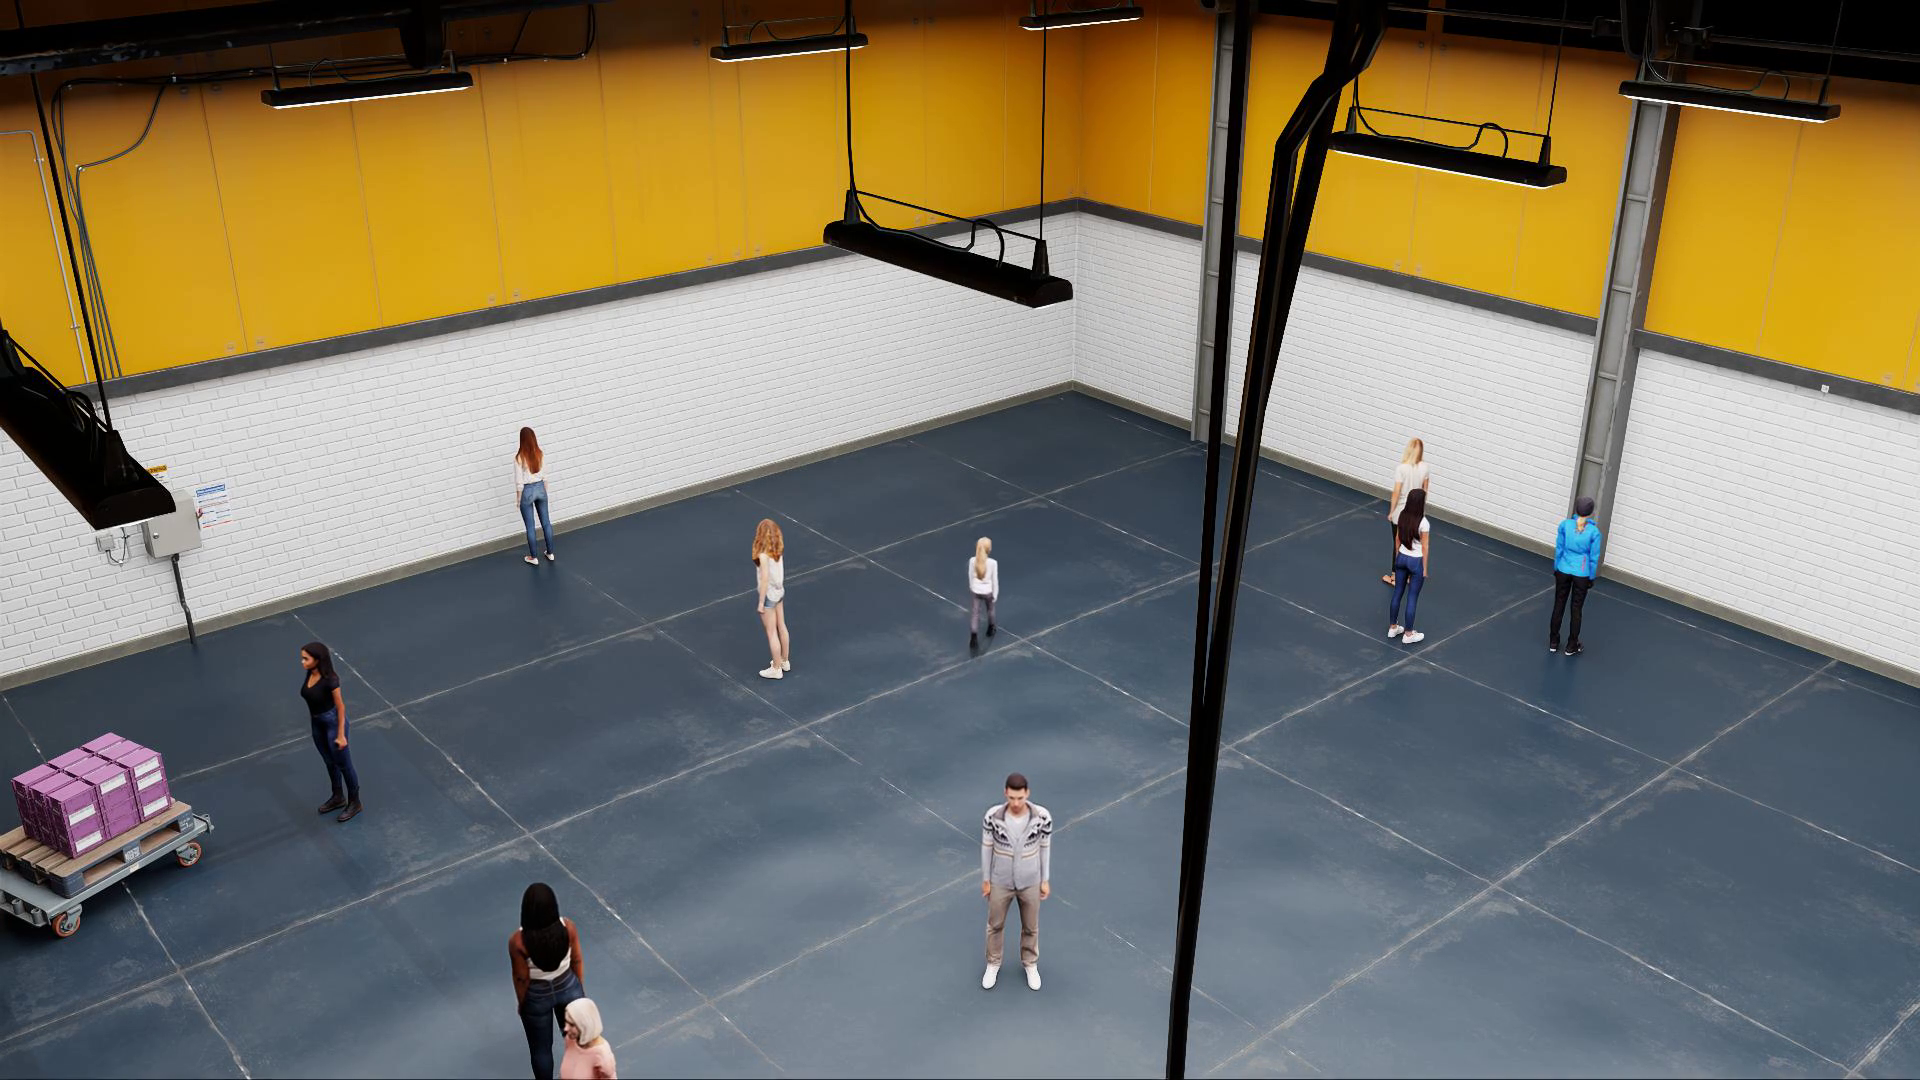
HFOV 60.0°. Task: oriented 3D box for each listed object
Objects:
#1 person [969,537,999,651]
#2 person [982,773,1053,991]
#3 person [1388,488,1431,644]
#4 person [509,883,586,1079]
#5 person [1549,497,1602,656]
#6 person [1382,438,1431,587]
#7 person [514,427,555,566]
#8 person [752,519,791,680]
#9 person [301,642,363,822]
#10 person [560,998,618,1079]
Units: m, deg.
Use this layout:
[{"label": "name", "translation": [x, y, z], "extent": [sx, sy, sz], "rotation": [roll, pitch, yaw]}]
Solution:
[{"label": "person", "translation": [0.218, 0.595, 17.990], "extent": [0.880, 1.256, 0.881], "rotation": [5, 24, 11]}, {"label": "person", "translation": [0.427, 2.574, 12.708], "extent": [0.755, 1.860, 0.799], "rotation": [0, 24, 1]}, {"label": "person", "translation": [4.893, 0.269, 18.088], "extent": [0.661, 1.775, 0.476], "rotation": [-15, 28, -31]}, {"label": "person", "translation": [-2.816, 3.141, 11.475], "extent": [0.700, 1.809, 0.687], "rotation": [-10, 26, -23]}, {"label": "person", "translation": [6.572, 0.374, 17.823], "extent": [0.506, 1.795, 0.705], "rotation": [19, 30, 36]}, {"label": "person", "translation": [5.231, -0.328, 19.389], "extent": [0.674, 1.827, 0.679], "rotation": [-5, 24, -11]}, {"label": "person", "translation": [-5.137, -0.546, 20.011], "extent": [0.576, 1.729, 0.487], "rotation": [-18, 29, -35]}, {"label": "person", "translation": [-1.950, 0.607, 17.335], "extent": [0.655, 1.759, 0.660], "rotation": [10, 25, 21]}, {"label": "person", "translation": [-5.639, 1.687, 14.889], "extent": [0.556, 1.739, 0.694], "rotation": [15, 28, 30]}, {"label": "person", "translation": [-2.314, 3.598, 10.534], "extent": [0.513, 1.724, 0.694], "rotation": [18, 30, 36]}]
